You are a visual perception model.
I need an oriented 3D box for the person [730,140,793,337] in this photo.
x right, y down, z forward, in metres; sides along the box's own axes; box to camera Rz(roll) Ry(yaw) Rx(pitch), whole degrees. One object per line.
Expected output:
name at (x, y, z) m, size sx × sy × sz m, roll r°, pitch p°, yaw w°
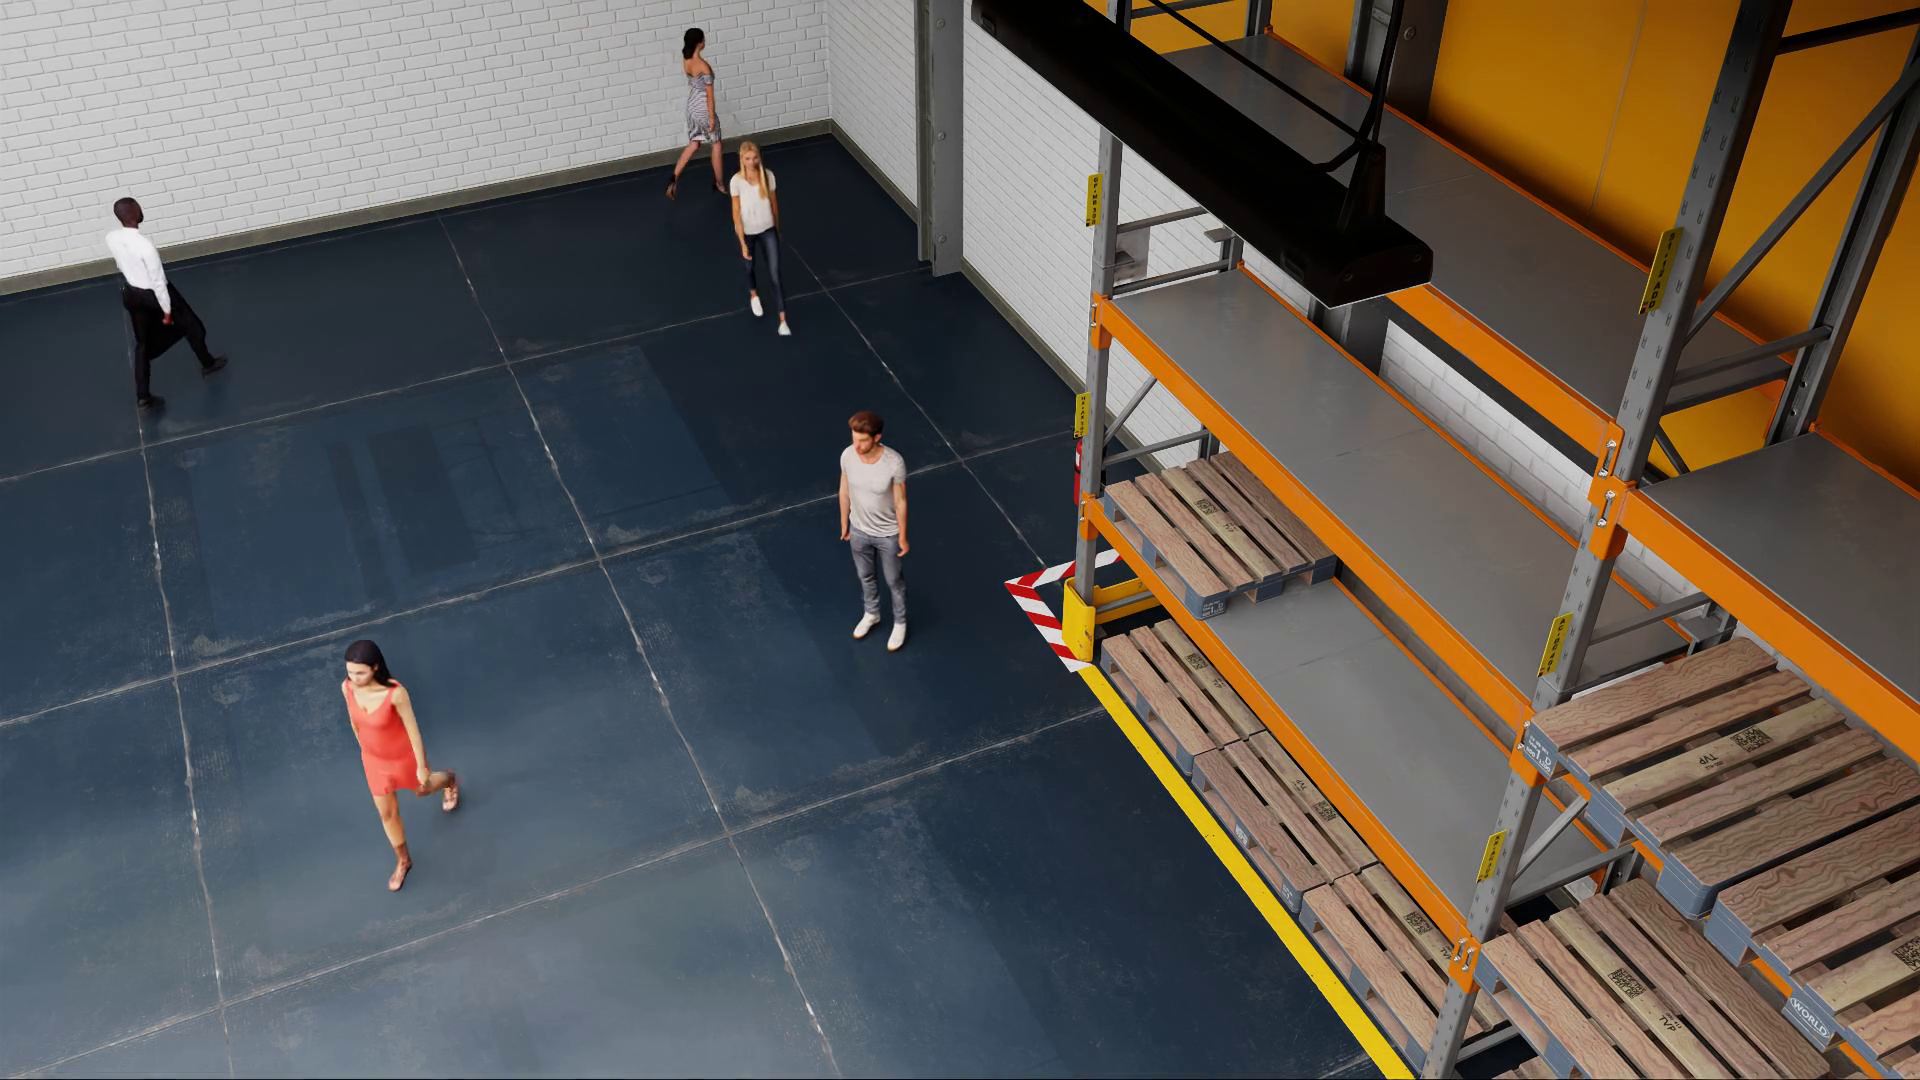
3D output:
person at (-1.827, -2.712, 14.642) m, size 0.696 × 1.770 × 1.175 m, roll -11°, pitch 40°, yaw -14°

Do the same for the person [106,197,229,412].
person at (-6.683, -1.905, 13.613) m, size 1.131 × 1.794 × 1.260 m, roll 10°, pitch 40°, yaw 12°

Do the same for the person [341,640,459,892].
person at (-3.295, 1.208, 9.796) m, size 1.000 × 1.693 × 1.158 m, roll 6°, pitch 39°, yaw 7°

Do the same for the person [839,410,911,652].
person at (-0.559, -0.097, 11.275) m, size 0.742 × 1.887 × 0.809 m, roll 14°, pitch 41°, yaw 17°

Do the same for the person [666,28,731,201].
person at (-2.634, -4.149, 16.420) m, size 1.025 × 1.797 × 0.895 m, roll 31°, pitch 48°, yaw 33°
